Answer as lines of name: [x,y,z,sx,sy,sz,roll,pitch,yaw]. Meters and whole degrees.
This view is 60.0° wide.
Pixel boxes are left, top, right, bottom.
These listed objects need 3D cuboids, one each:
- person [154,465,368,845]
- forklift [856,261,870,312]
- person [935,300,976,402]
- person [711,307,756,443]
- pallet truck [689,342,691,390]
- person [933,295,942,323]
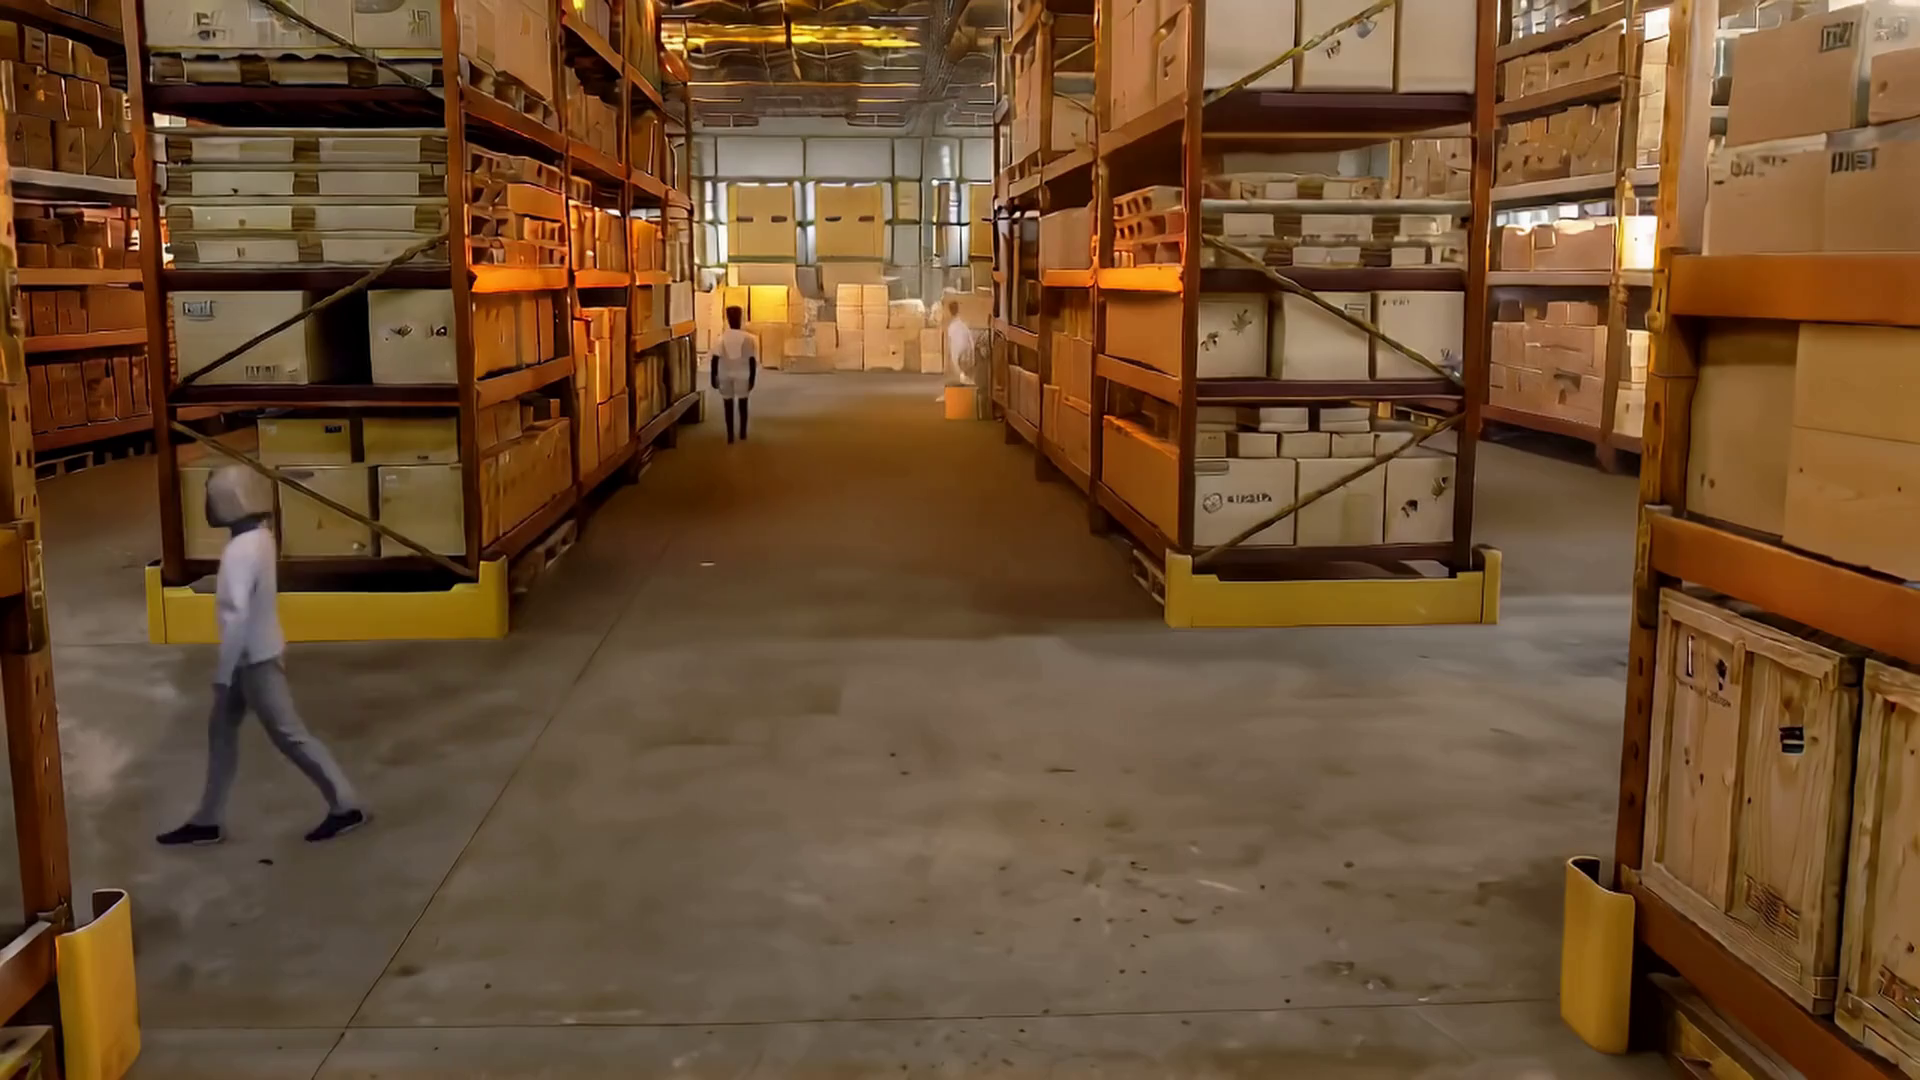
person: [-2.882,0.482,6.833,0.839,1.593,0.511,-2,9,-14]
forklift: [-3.172,-7.833,55.014,1.873,2.768,1.129,-1,9,-8]
person: [0.023,-3.515,30.961,0.903,1.916,0.643,0,9,2]
person: [-3.192,-2.327,23.504,0.623,1.913,1.024,-2,9,-11]
pallet truck: [-5.225,-3.008,27.480,1.885,1.965,0.823,2,9,14]
person: [-0.728,-8.190,61.185,0.510,1.623,0.373,0,9,1]
